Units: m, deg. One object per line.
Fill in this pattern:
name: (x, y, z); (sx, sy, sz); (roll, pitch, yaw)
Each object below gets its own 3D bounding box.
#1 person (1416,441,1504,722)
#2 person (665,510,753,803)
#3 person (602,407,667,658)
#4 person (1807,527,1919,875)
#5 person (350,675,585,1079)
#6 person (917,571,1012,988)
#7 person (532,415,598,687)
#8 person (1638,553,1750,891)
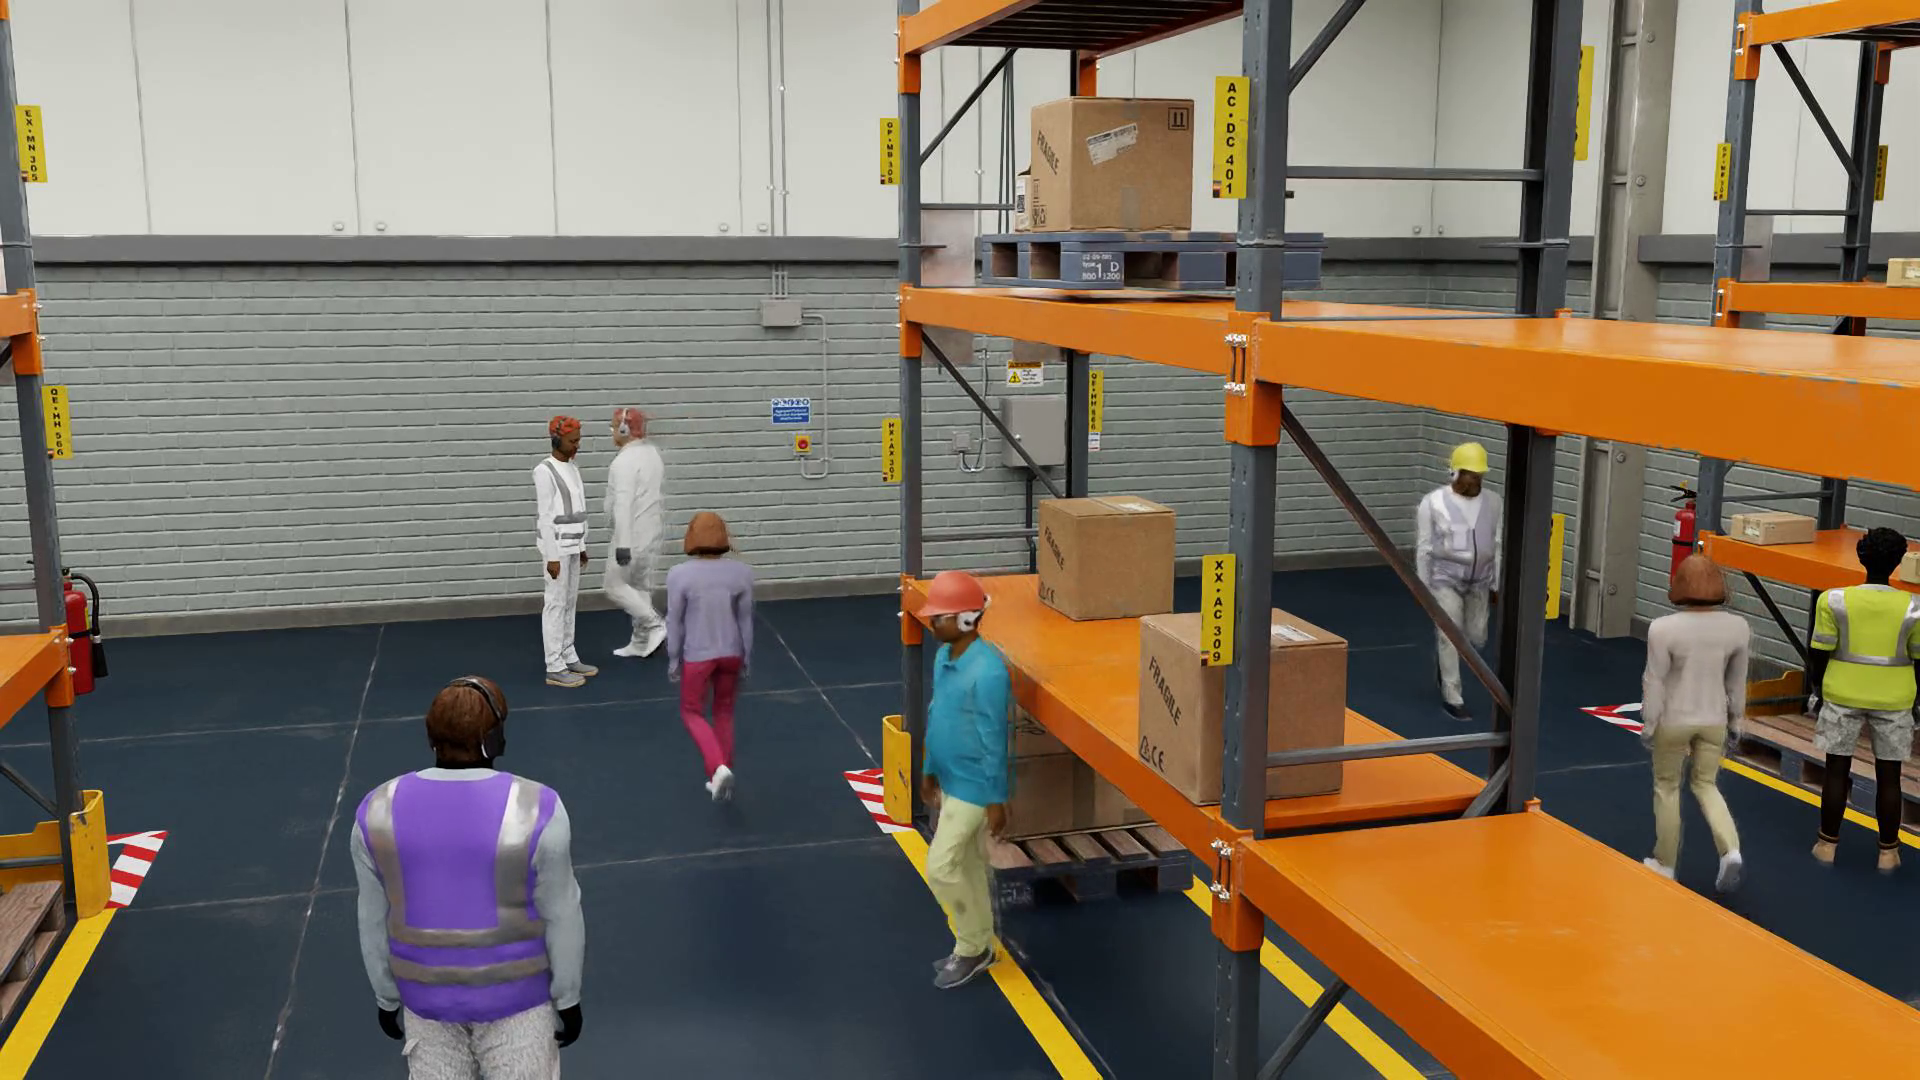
person: (3.246, 0.241, 10.871); (0.592, 1.812, 0.650); (-2, 10, -9)
person: (-1.325, 0.656, 9.031); (0.500, 1.619, 0.498); (-6, 11, -29)
person: (-2.383, -0.036, 12.207); (0.467, 1.888, 0.664); (2, 10, 10)
person: (4.423, 0.780, 8.108); (0.539, 1.695, 0.318); (5, 11, 25)
person: (-1.378, 1.292, 4.773); (0.627, 1.843, 0.429); (1, 10, 3)
person: (-0.027, 0.981, 6.841); (0.466, 1.732, 0.586); (-4, 11, -19)
person: (-2.763, 0.068, 11.621); (0.355, 1.887, 0.574); (1, 10, 7)
person: (3.460, 0.872, 7.820); (0.502, 1.617, 0.540); (-1, 10, -4)
